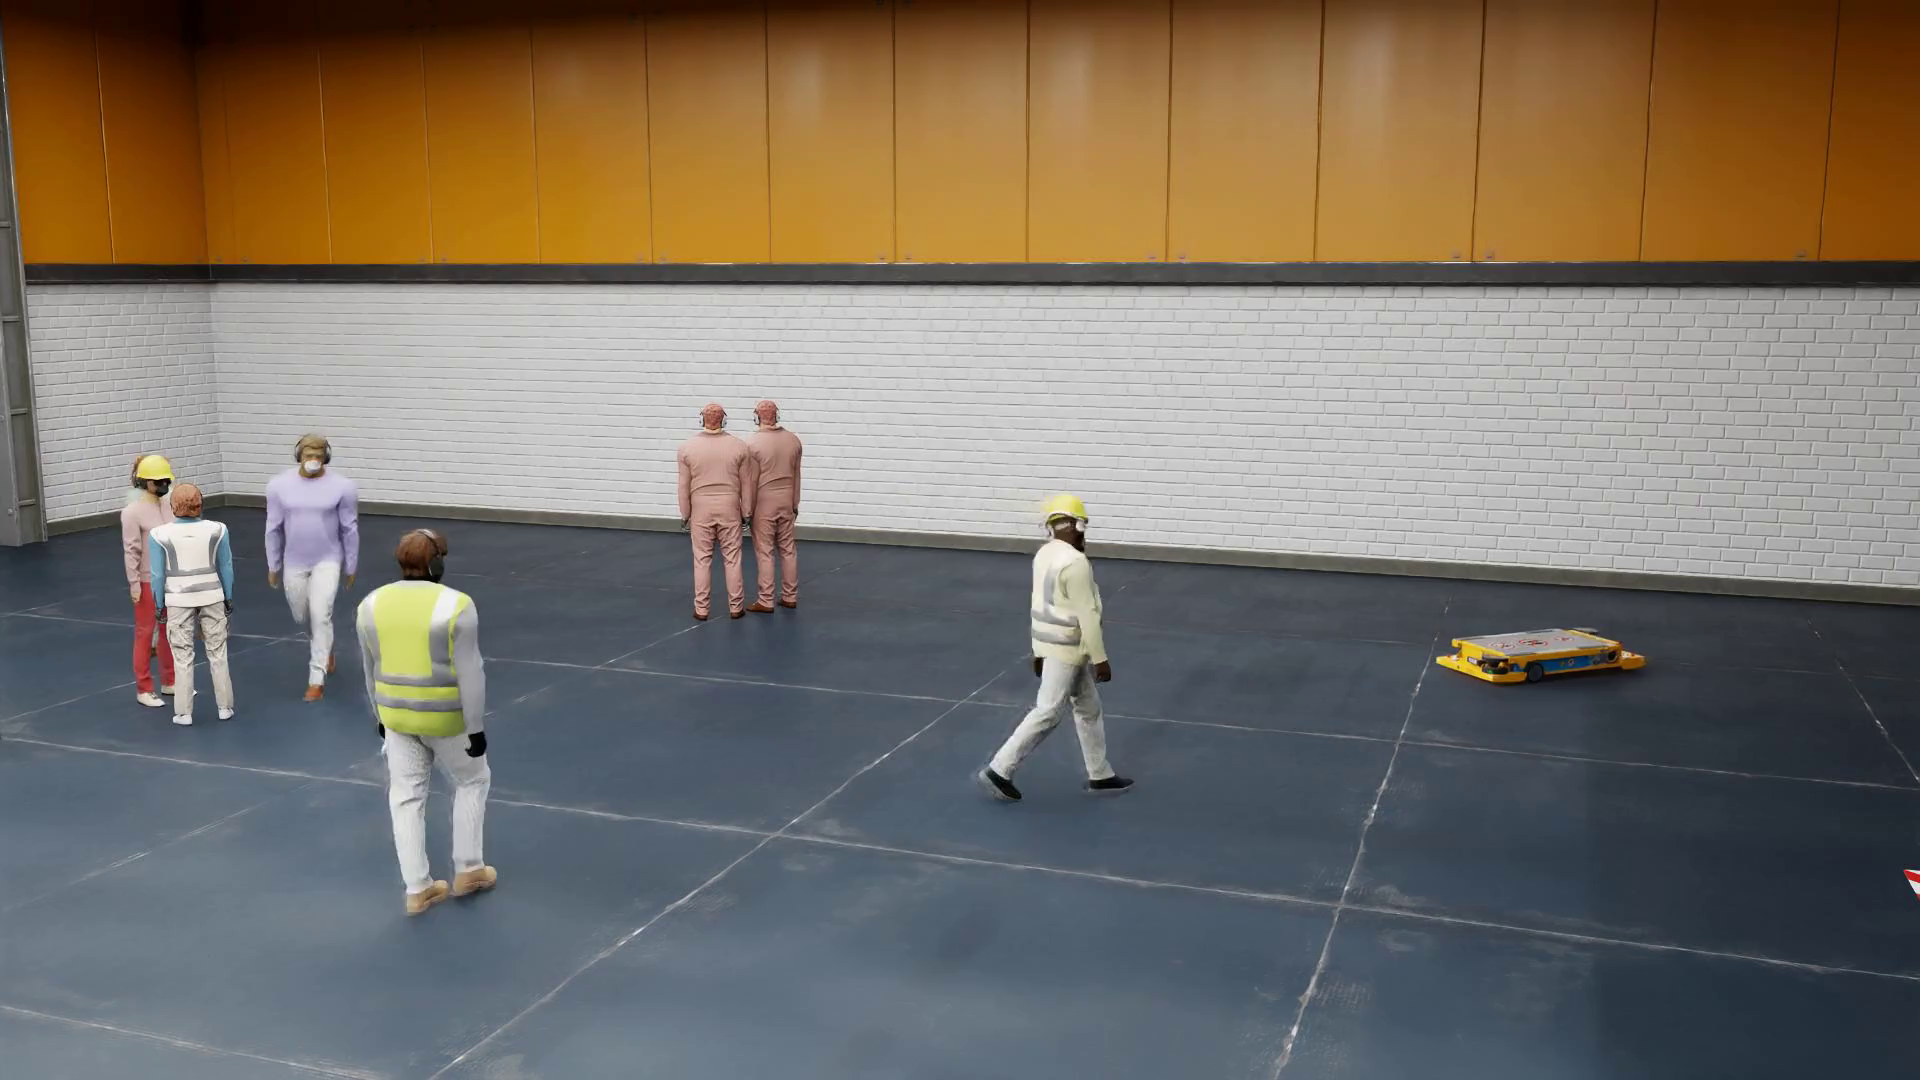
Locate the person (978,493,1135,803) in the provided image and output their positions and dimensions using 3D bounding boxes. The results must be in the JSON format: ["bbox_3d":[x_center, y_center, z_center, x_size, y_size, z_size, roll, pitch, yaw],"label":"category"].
[{"bbox_3d":[0.541,0.624,9.551,0.914,1.769,0.607,-2,9,-9],"label":"person"}]

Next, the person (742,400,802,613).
[{"bbox_3d":[-1.709,-0.300,14.861,0.399,1.903,0.643,9,13,44],"label":"person"}]

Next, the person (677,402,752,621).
[{"bbox_3d":[-2.132,-0.245,14.505,0.643,1.908,0.408,-2,9,-11],"label":"person"}]

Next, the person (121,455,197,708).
[{"bbox_3d":[-5.620,0.280,11.691,0.330,1.765,0.533,3,10,17],"label":"person"}]

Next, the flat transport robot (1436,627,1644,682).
[{"bbox_3d":[4.423,0.866,12.669,1.431,0.197,0.652,-4,10,-22],"label":"flat transport robot"}]

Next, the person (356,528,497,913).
[{"bbox_3d":[-2.511,0.842,8.004,0.652,1.824,0.632,2,9,12],"label":"person"}]

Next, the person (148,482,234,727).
[{"bbox_3d":[-5.124,0.432,11.131,0.515,1.641,0.309,-6,11,-33],"label":"person"}]

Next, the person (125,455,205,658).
[{"bbox_3d":[-6.301,0.116,13.184,0.508,1.621,0.576,2,9,12],"label":"person"}]

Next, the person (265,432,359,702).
[{"bbox_3d":[-4.647,0.156,12.029,0.643,1.911,0.866,-1,9,-8],"label":"person"}]
